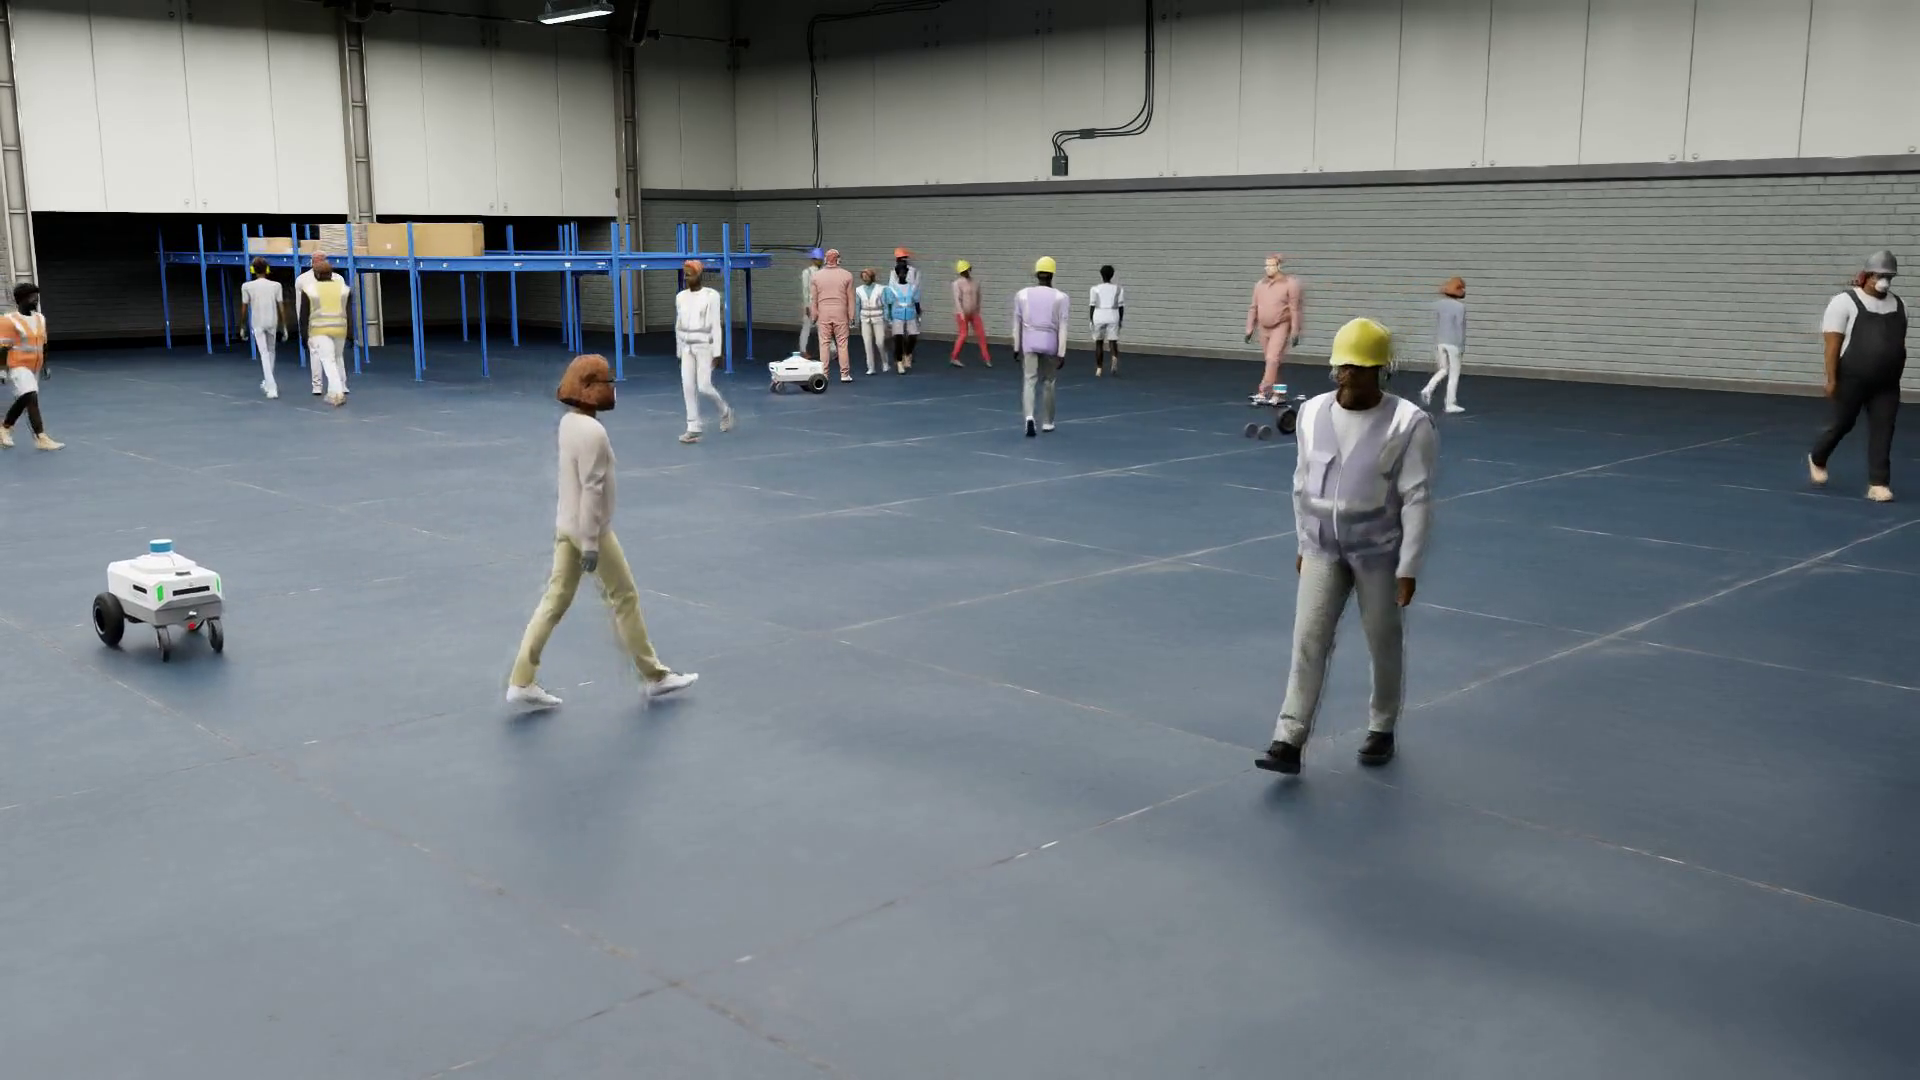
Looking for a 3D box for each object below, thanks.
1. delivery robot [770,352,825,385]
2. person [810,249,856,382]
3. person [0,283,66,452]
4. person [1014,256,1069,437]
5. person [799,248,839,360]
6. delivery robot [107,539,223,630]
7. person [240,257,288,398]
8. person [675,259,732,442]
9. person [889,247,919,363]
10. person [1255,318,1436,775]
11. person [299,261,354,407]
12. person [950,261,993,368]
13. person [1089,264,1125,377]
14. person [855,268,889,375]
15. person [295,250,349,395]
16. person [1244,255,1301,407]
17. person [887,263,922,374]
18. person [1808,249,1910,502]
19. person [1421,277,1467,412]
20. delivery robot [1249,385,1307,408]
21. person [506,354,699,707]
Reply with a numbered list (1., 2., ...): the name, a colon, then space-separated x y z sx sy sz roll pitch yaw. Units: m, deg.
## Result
1. delivery robot: -2.204 -2.299 22.467 0.707 0.478 0.477 -4 11 -21
2. person: -1.829 -3.233 24.024 0.651 1.906 0.401 0 10 2
3. person: -9.283 -1.708 16.397 0.853 1.655 0.565 2 11 11
4. person: 0.855 -2.064 17.703 0.602 1.895 0.906 1 10 8
5. person: -2.428 -4.006 28.289 0.638 1.890 1.024 -10 14 -42
6. delivery robot: -4.128 0.241 8.628 0.707 0.478 0.477 10 14 43
7. person: -9.185 -2.801 21.910 0.545 1.816 0.970 -7 13 -35
8. person: -2.666 -1.951 17.140 0.591 1.865 0.597 6 12 31
9. person: -1.013 -3.936 27.842 0.796 1.904 0.553 10 15 44
10. person: 1.509 0.047 6.471 0.603 1.784 0.903 7 13 35
11. person: -7.841 -2.558 20.675 0.631 1.804 0.946 -8 13 -38
12. person: 0.172 -3.629 26.761 0.572 1.708 0.576 -7 12 -33
13. person: 2.204 -3.280 24.906 0.540 1.684 0.582 0 10 -2
14. person: -1.324 -3.324 25.298 0.536 1.614 0.457 3 11 16
15. person: -8.483 -2.892 22.165 0.643 1.908 0.399 -3 11 -16
16. person: 3.795 -2.571 20.530 0.976 1.861 0.657 -9 14 -40
17. person: -0.865 -3.415 25.625 0.565 1.679 0.505 -2 11 -11
18. person: 7.362 -1.365 13.585 0.687 2.000 0.896 0 10 2
19. person: 5.836 -2.334 19.906 0.463 1.616 0.516 -4 11 -22
20. delivery robot: 3.396 -1.523 17.538 0.698 0.223 0.335 -5 11 -23
21. person: -1.656 -0.039 7.461 0.882 1.585 0.512 -6 12 -30
